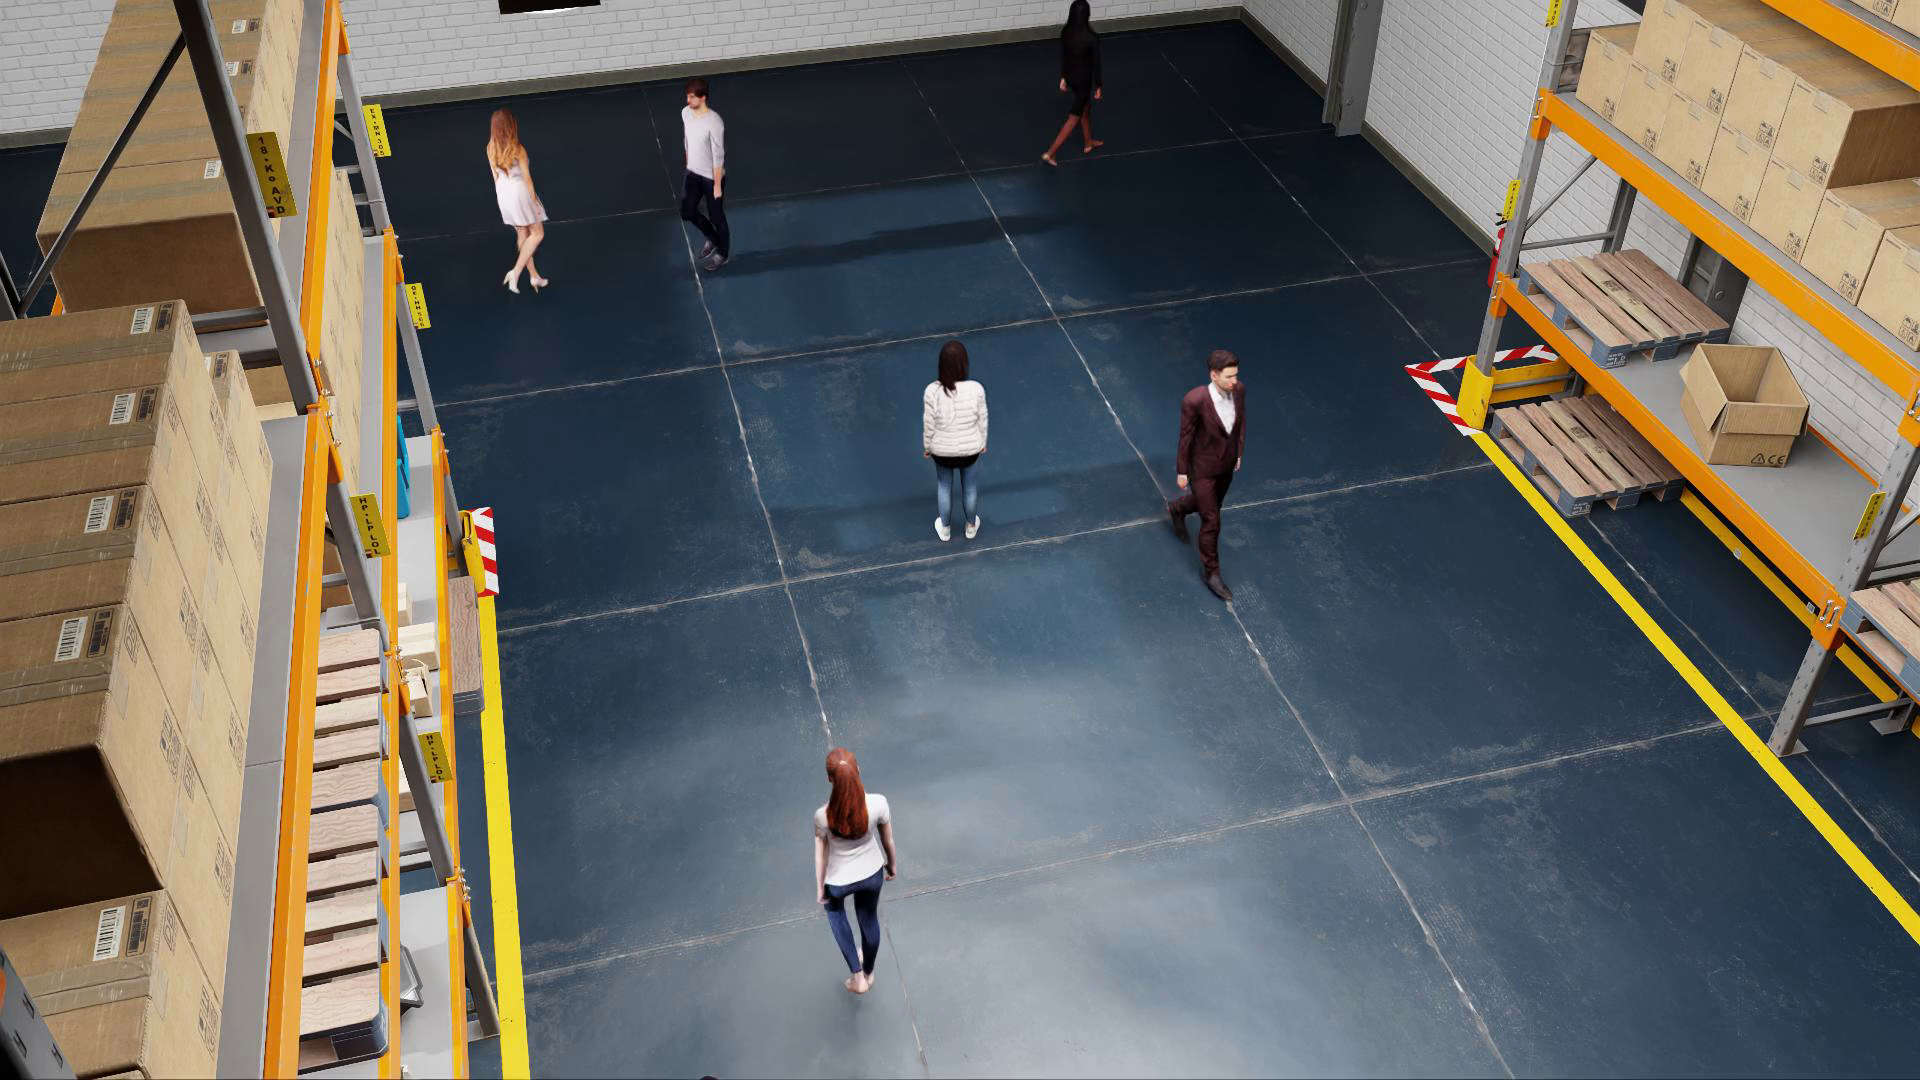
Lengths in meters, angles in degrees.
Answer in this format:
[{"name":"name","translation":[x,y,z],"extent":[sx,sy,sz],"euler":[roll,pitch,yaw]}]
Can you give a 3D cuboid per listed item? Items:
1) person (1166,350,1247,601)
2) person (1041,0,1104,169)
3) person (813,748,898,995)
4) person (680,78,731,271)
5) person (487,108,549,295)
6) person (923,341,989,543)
[{"name":"person","translation":[1.717,-0.561,11.613],"extent":[0.934,1.836,1.260],"euler":[-22,43,-25]},{"name":"person","translation":[1.141,-4.560,16.745],"extent":[1.082,1.682,1.203],"euler":[-31,48,-33]},{"name":"person","translation":[-0.546,1.831,8.708],"extent":[0.607,1.725,0.656],"euler":[-10,40,-13]},{"name":"person","translation":[-2.239,-3.345,15.101],"extent":[0.774,1.834,0.870],"euler":[29,47,31]},{"name":"person","translation":[-3.920,-2.901,14.607],"extent":[0.845,1.756,0.942],"euler":[14,41,17]},{"name":"person","translation":[-0.031,-0.693,11.940],"extent":[0.662,1.636,0.617],"euler":[-2,39,-2]}]
